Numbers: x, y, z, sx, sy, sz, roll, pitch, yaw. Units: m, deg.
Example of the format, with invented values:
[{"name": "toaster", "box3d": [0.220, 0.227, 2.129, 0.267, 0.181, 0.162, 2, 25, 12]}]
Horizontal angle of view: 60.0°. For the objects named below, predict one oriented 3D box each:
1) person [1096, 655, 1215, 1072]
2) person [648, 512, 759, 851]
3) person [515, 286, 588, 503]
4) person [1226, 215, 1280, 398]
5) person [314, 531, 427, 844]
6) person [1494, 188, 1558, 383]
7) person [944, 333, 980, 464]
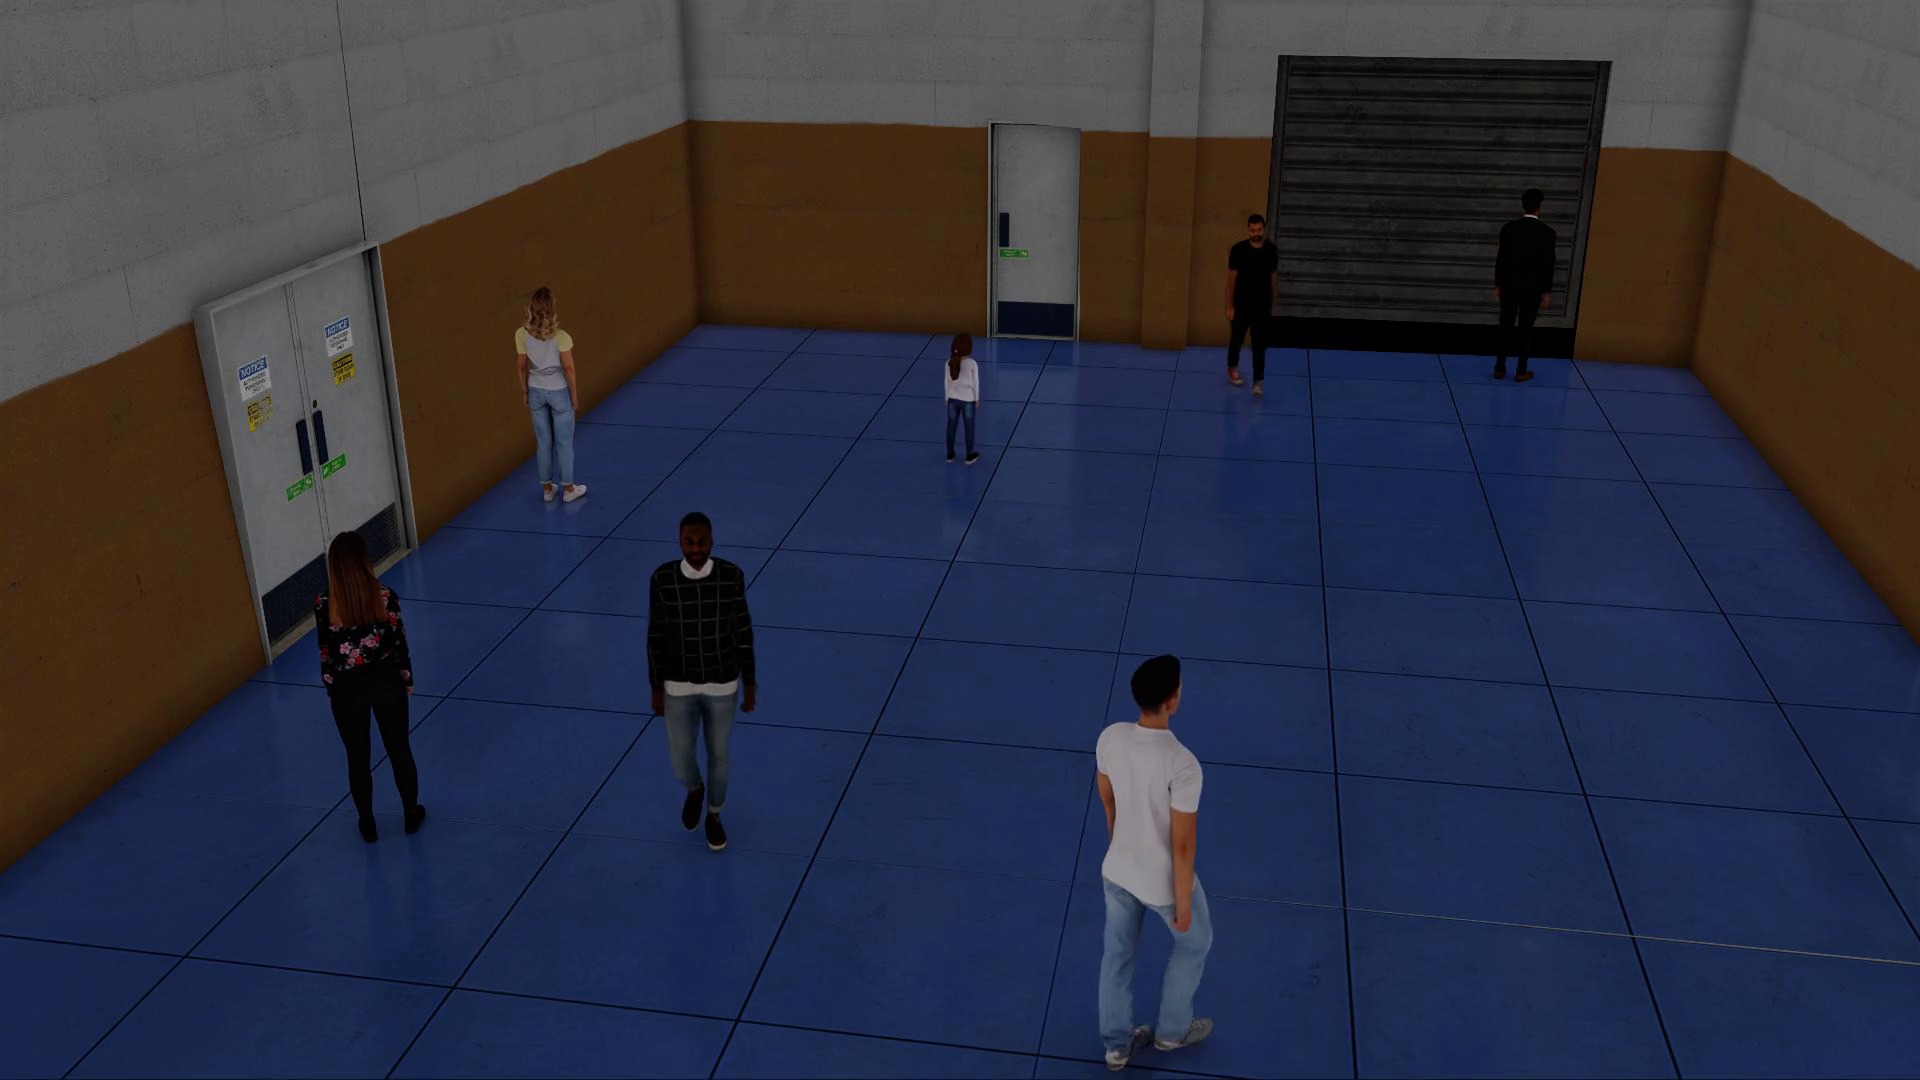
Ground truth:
[{"name": "person", "box3d": [0.711, 1.359, 6.693, 0.862, 1.848, 0.924, 20, 30, 41]}, {"name": "person", "box3d": [-1.318, 0.674, 8.445, 0.771, 1.812, 0.871, -4, 22, -11]}, {"name": "person", "box3d": [-3.215, -1.136, 13.047, 0.468, 1.723, 0.677, 4, 22, 9]}, {"name": "person", "box3d": [2.753, -2.255, 15.865, 1.159, 1.716, 0.887, -3, 22, -6]}, {"name": "person", "box3d": [-3.006, 0.743, 8.446, 0.599, 1.683, 0.715, -8, 23, -18]}, {"name": "person", "box3d": [5.464, -2.477, 16.192, 0.630, 1.883, 0.827, 12, 25, 28]}, {"name": "person", "box3d": [0.012, -1.213, 14.086, 0.408, 1.108, 0.518, 5, 23, 13]}]
